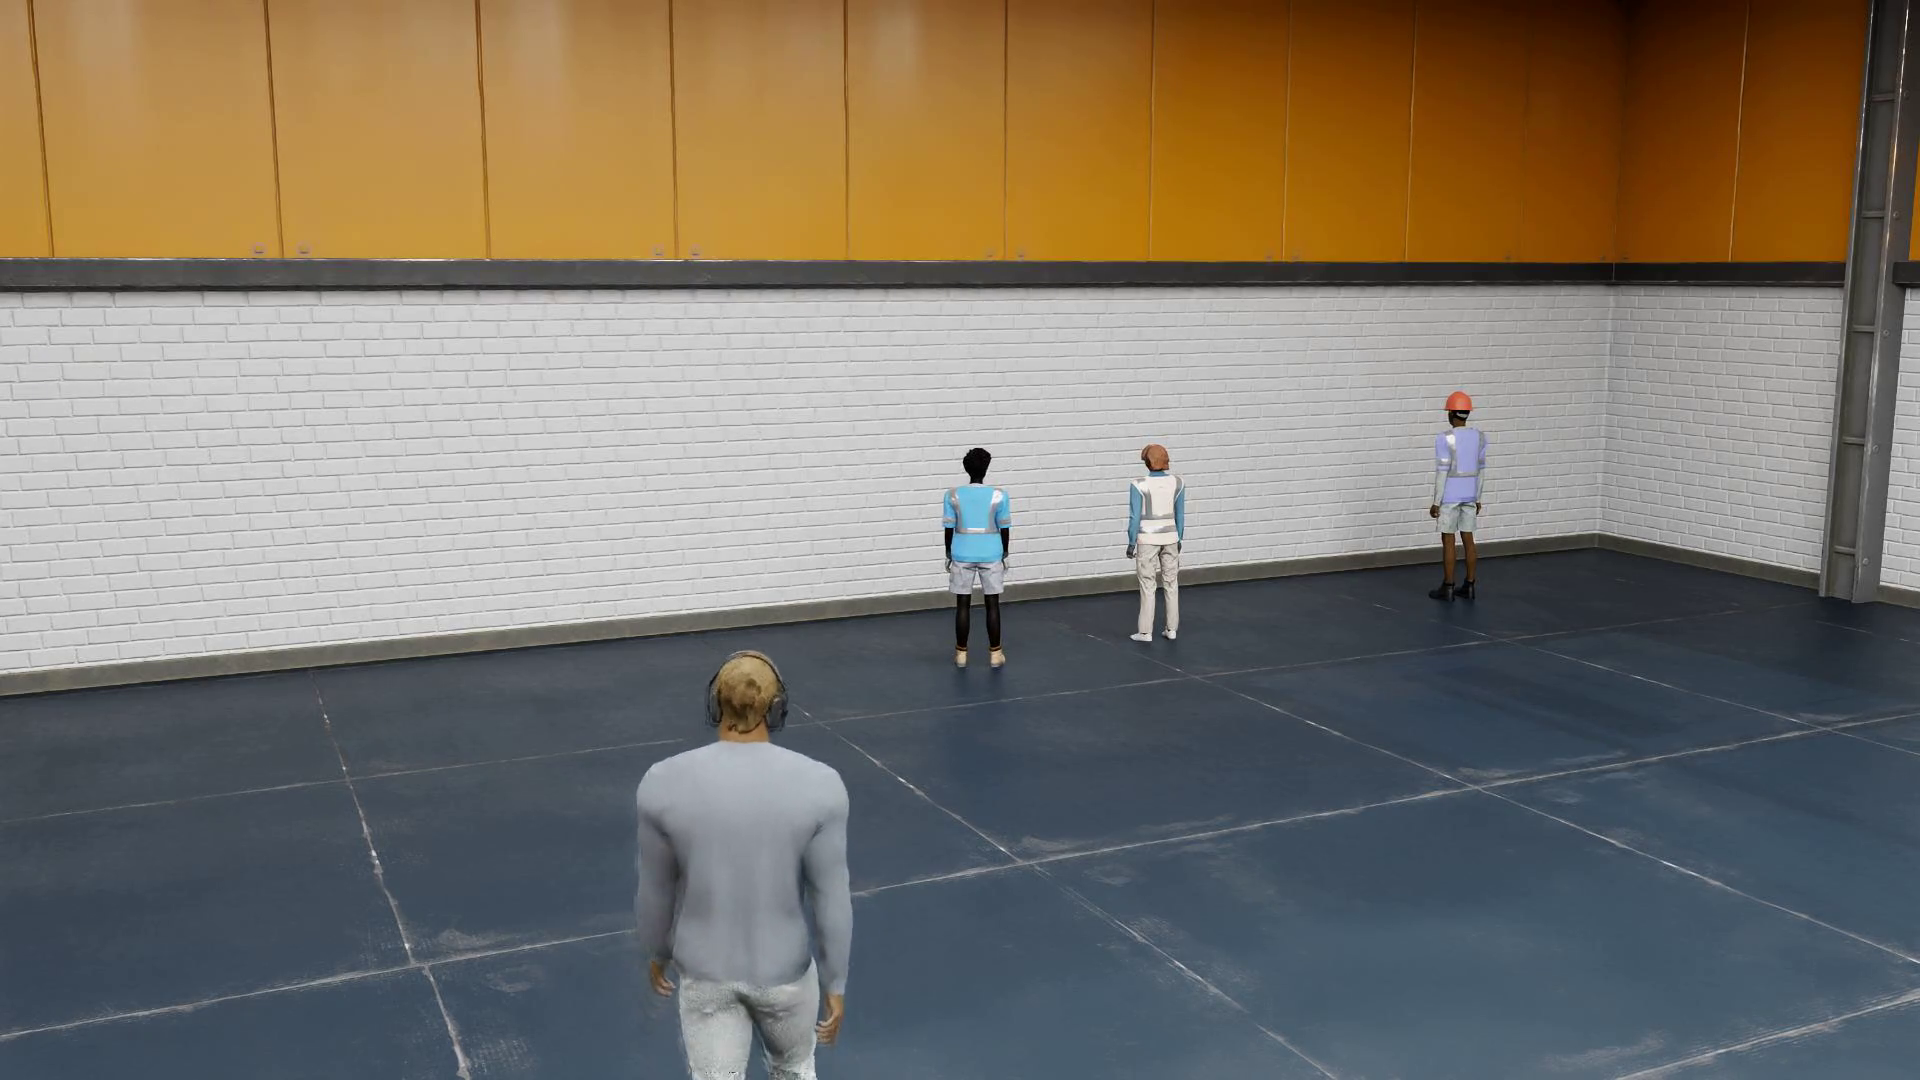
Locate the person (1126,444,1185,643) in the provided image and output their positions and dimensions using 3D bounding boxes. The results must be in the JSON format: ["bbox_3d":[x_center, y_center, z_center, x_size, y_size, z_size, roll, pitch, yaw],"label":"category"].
[{"bbox_3d":[1.606,0.032,13.619,0.513,1.638,0.309,-4,10,-22],"label":"person"}]

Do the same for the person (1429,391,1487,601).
[{"bbox_3d":[4.582,-0.403,15.391,0.552,1.934,0.373,-4,10,-22],"label":"person"}]

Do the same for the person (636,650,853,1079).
[{"bbox_3d":[-0.651,1.273,5.067,0.645,1.910,0.754,-1,9,-4],"label":"person"}]

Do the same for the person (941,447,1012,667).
[{"bbox_3d":[0.128,0.139,12.772,0.537,1.695,0.321,1,9,5],"label":"person"}]
